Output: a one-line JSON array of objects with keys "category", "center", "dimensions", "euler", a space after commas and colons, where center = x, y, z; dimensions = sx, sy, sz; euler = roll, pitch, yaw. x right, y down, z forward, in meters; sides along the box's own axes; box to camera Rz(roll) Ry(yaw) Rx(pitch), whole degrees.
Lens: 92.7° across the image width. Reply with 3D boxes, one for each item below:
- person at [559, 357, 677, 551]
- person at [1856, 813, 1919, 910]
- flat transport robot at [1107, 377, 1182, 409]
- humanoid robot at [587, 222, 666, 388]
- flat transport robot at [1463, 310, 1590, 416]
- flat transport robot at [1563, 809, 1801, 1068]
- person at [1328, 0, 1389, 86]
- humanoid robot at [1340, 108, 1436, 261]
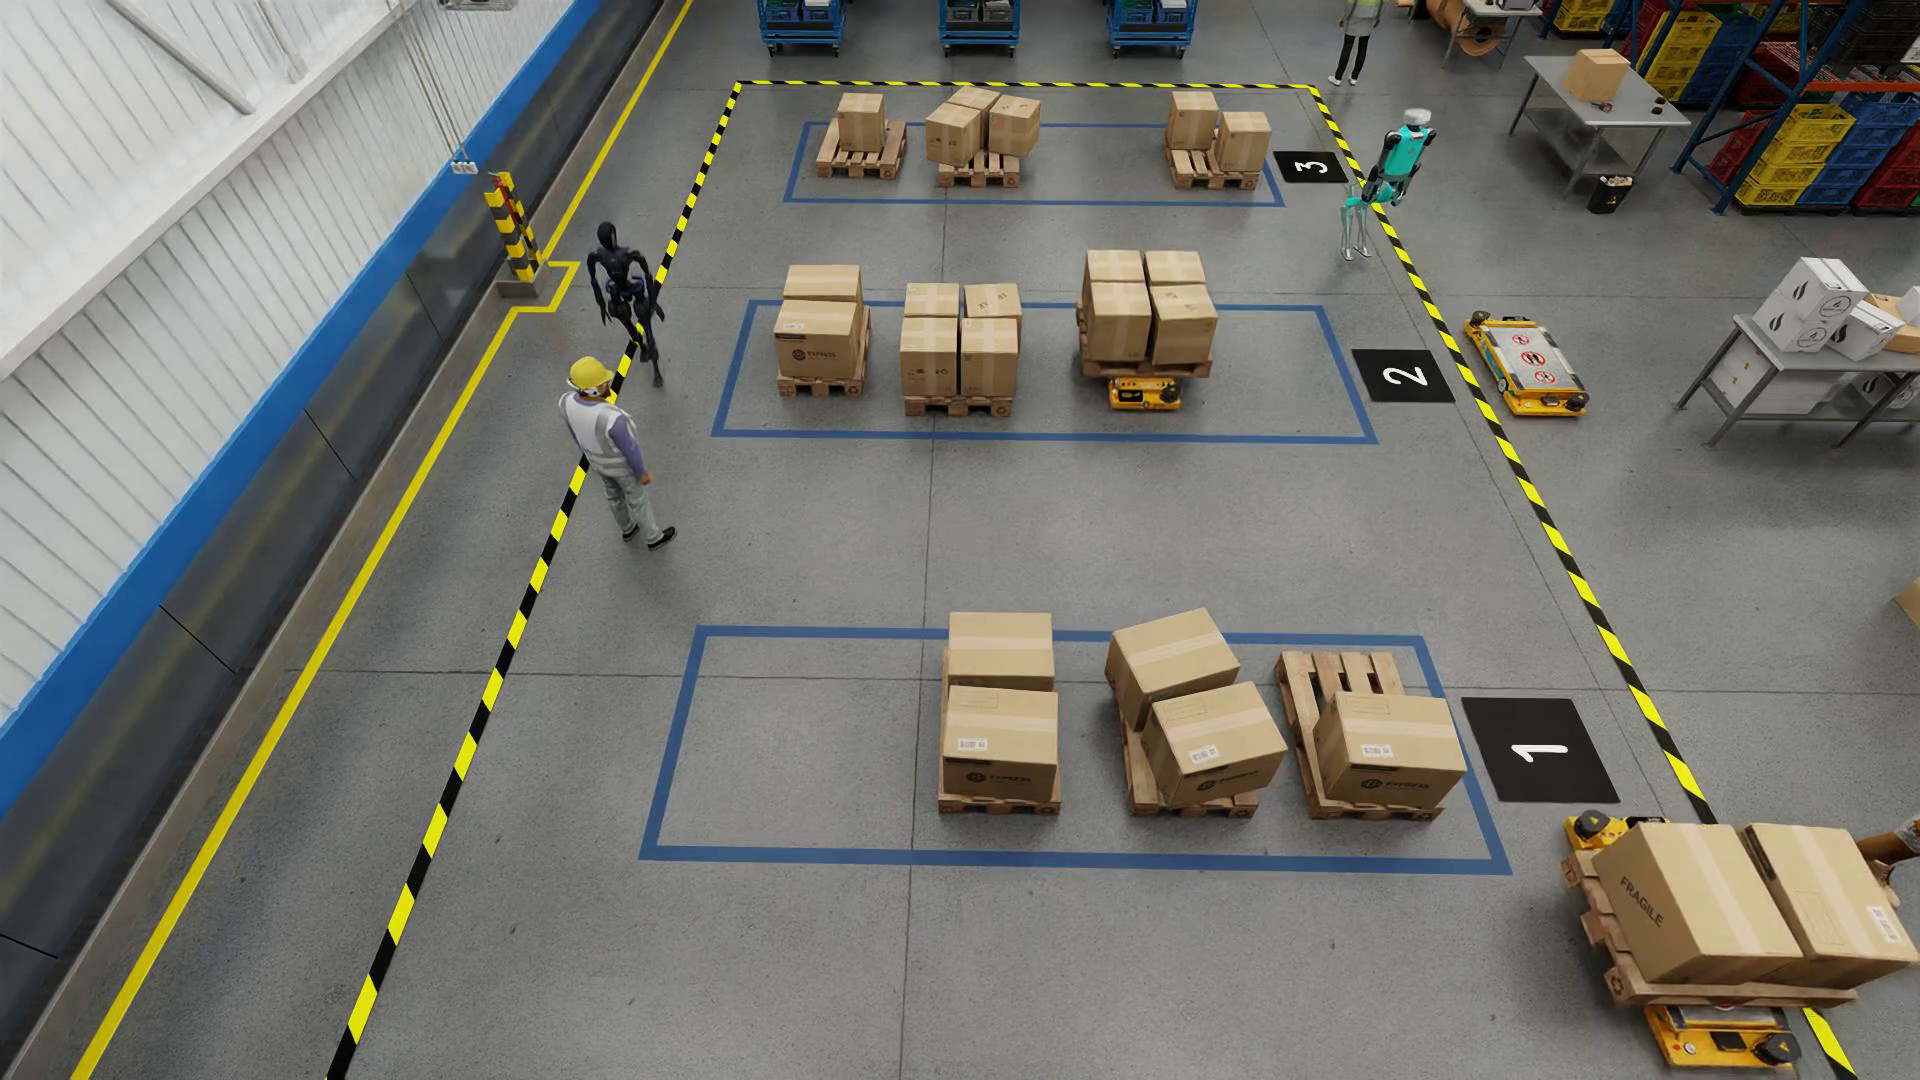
[{"category": "person", "center": [-2.639, -0.635, 7.050], "dimensions": [0.593, 1.826, 0.403], "euler": [23, 53, 18]}, {"category": "person", "center": [5.643, 1.525, 5.038], "dimensions": [0.611, 2.047, 0.361], "euler": [-2, 49, -2]}, {"category": "flat transport robot", "center": [1.774, -1.847, 9.114], "dimensions": [0.652, 0.197, 1.431], "euler": [1, 49, 1]}, {"category": "humanoid robot", "center": [-3.093, -2.221, 8.551], "dimensions": [0.589, 1.621, 0.777], "euler": [-8, 50, -7]}, {"category": "flat transport robot", "center": [5.573, -1.757, 9.054], "dimensions": [0.659, 0.231, 1.431], "euler": [1, 49, 1]}, {"category": "flat transport robot", "center": [4.279, 2.335, 5.494], "dimensions": [0.652, 0.197, 1.431], "euler": [1, 49, 1]}, {"category": "person", "center": [5.647, -7.363, 12.860], "dimensions": [0.587, 1.853, 0.378], "euler": [-1, 49, -1]}, {"category": "humanoid robot", "center": [4.462, -3.849, 9.808], "dimensions": [0.533, 1.673, 0.735], "euler": [-11, 50, -9]}]
